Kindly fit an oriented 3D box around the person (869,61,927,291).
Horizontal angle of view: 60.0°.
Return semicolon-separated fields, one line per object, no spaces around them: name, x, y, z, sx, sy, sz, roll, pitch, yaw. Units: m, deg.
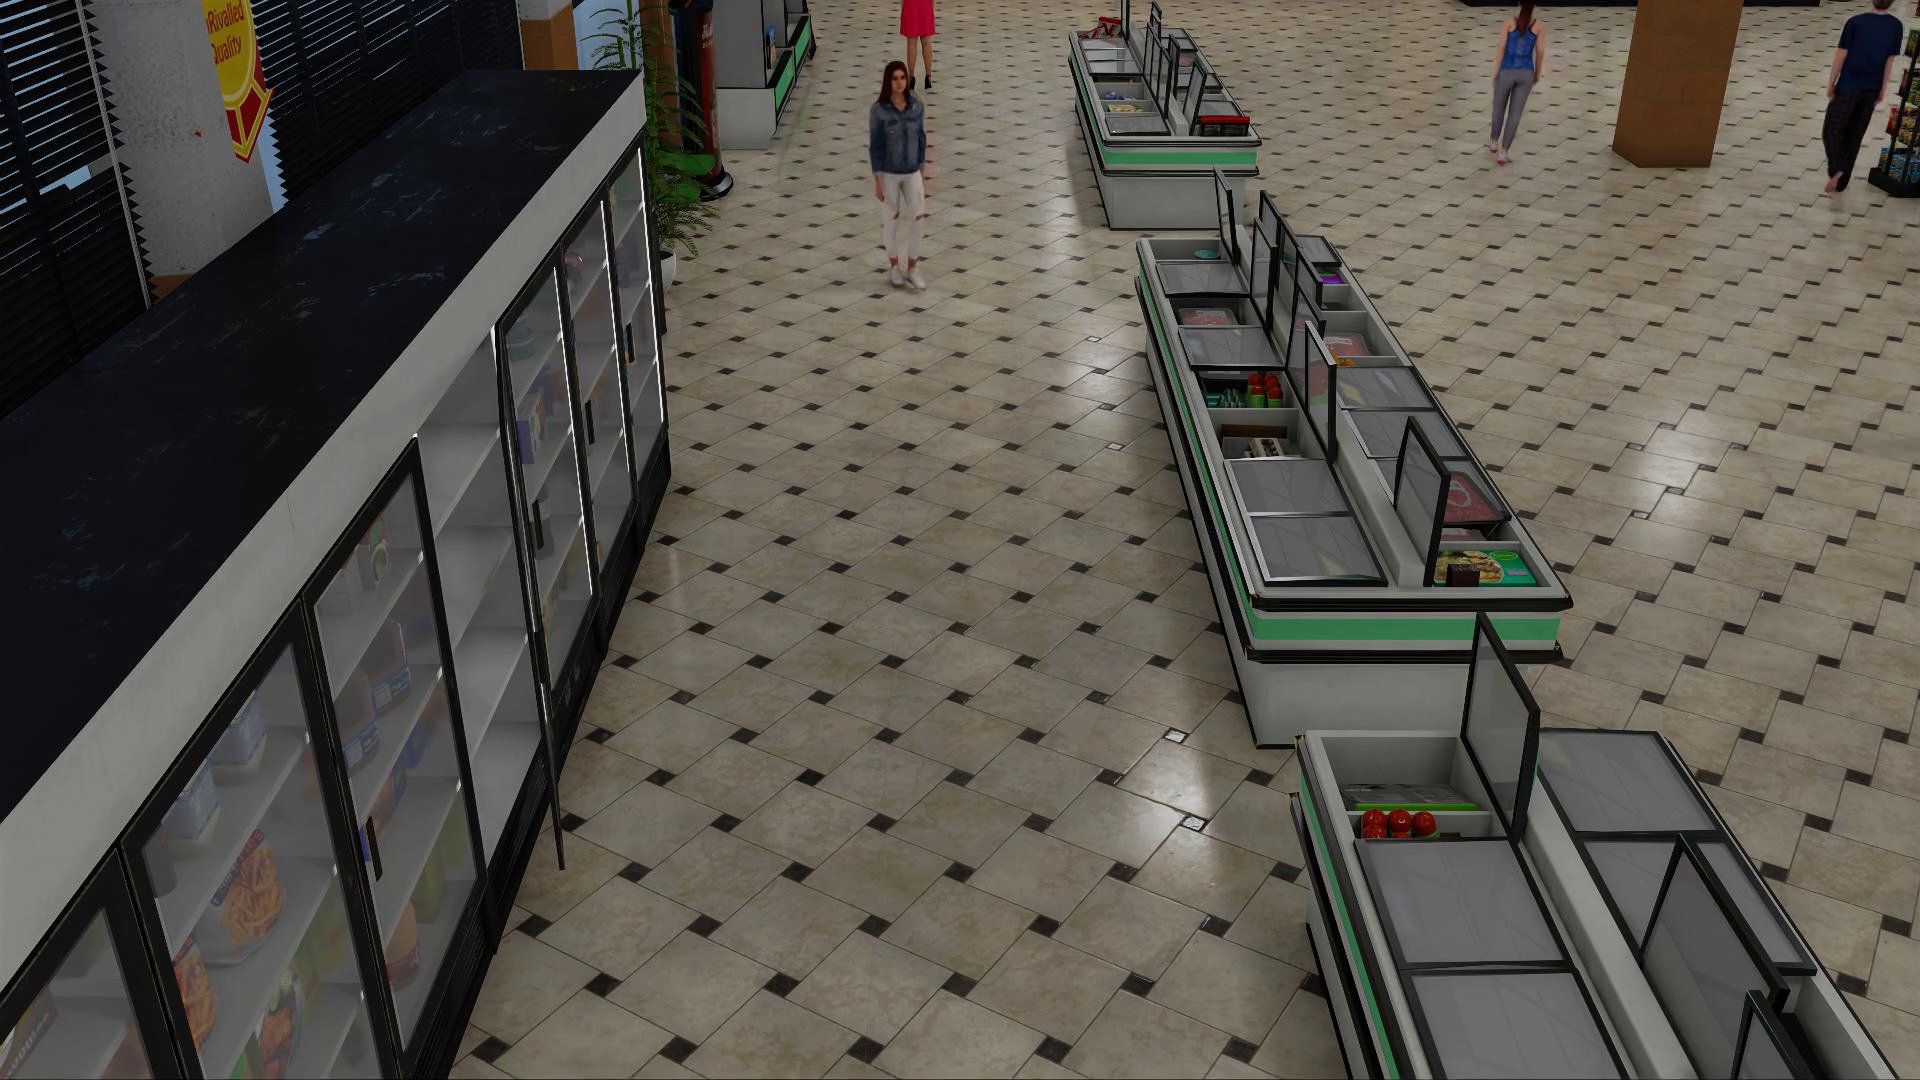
person;-0.488;-2.721;12.398;0.734;1.685;0.781;-9;28;-17

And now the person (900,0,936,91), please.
person;-0.479;-5.983;18.784;0.592;1.728;0.569;-3;27;-6

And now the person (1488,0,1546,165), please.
person;5.255;-4.364;15.748;0.755;1.586;0.985;7;28;14

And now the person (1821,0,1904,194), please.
person;7.894;-3.920;14.579;0.788;1.851;1.034;5;27;10
